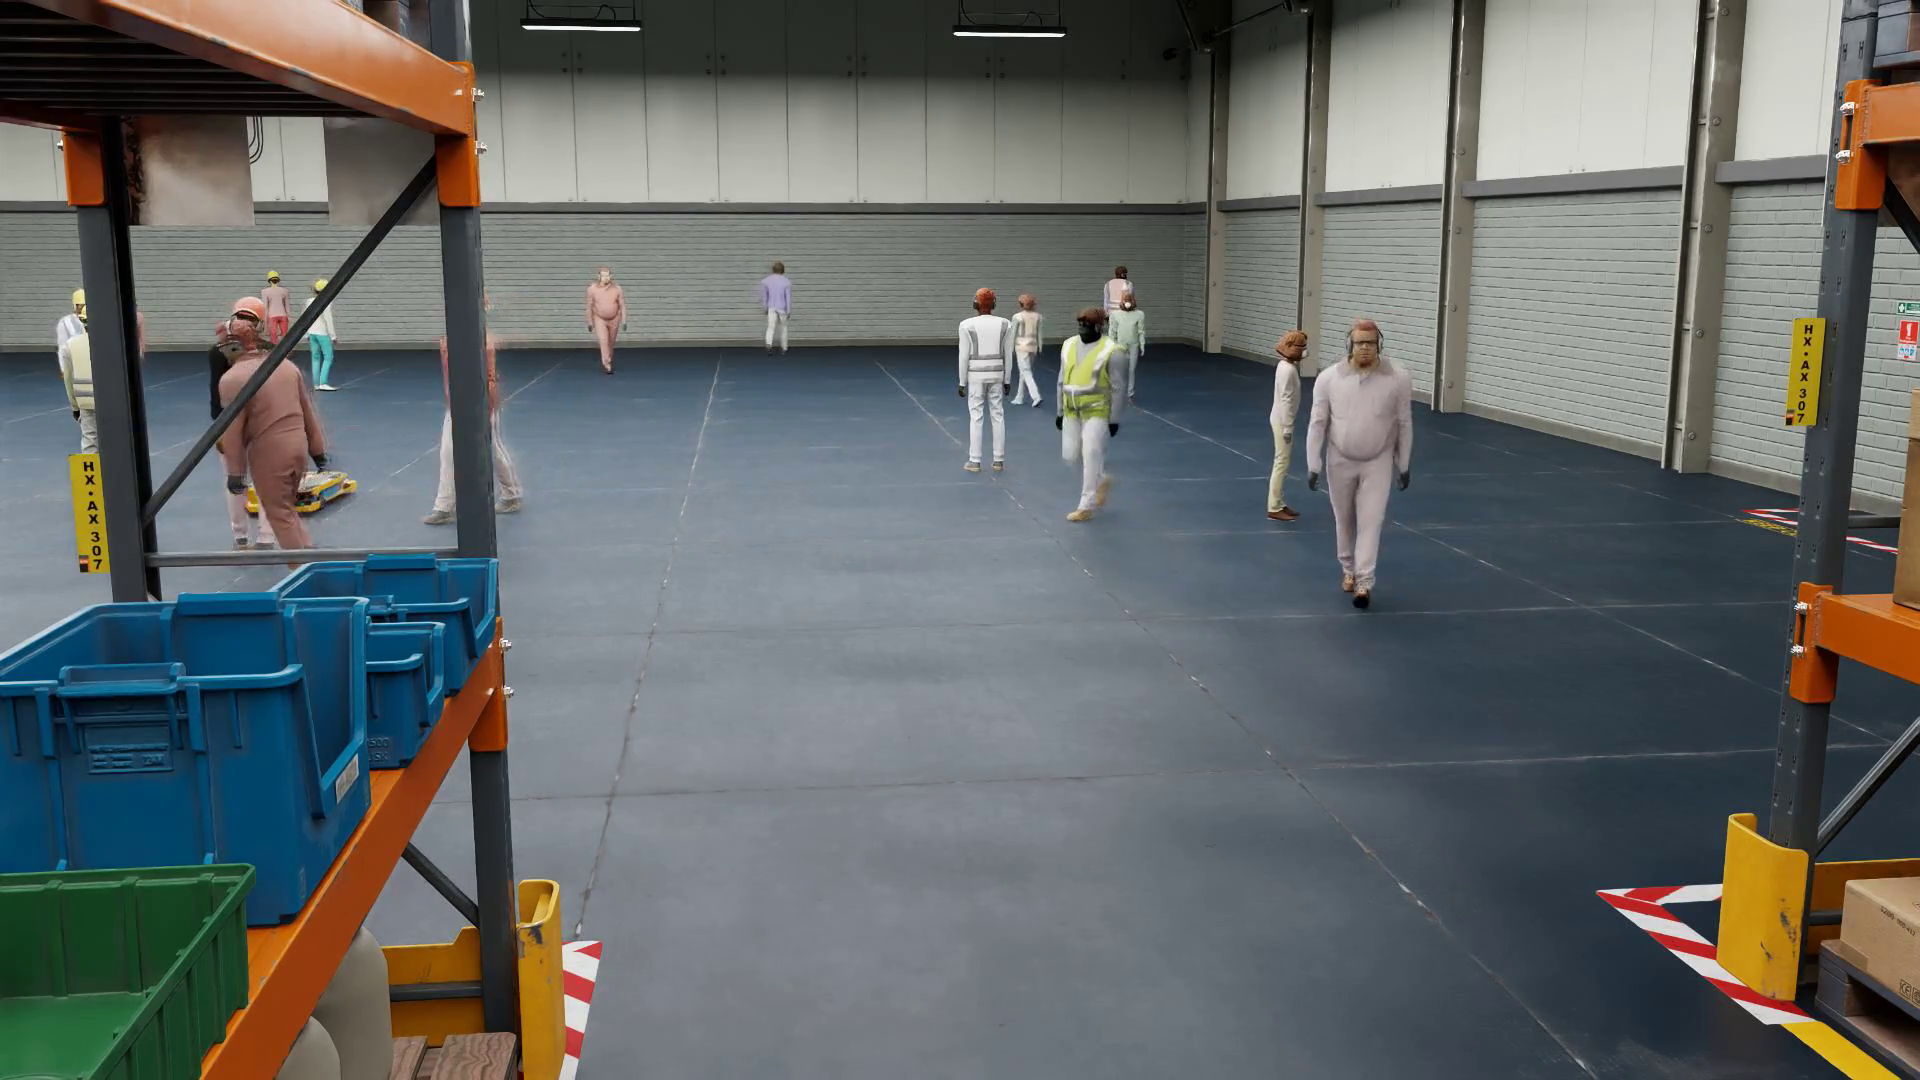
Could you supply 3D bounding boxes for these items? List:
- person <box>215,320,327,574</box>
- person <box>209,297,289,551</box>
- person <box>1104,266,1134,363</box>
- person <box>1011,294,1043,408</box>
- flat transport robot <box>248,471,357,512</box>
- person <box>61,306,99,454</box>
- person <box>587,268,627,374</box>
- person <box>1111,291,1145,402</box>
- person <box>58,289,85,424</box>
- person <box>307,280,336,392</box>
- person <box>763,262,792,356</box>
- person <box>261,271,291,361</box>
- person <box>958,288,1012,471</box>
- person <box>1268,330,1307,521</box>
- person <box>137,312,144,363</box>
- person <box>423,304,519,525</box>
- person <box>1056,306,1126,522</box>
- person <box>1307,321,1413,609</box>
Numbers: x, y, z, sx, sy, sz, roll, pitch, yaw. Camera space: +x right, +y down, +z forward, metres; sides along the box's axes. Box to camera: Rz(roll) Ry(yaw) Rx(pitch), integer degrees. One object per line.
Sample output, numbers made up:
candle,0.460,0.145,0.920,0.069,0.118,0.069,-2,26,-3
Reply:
person,-4.610,-0.539,11.142,0.581,1.856,0.675,3,11,18
person,-5.380,-0.862,12.663,0.645,1.941,0.816,-8,13,-38
person,3.071,-4.321,31.914,0.626,1.840,0.430,7,12,32
person,0.958,-2.687,23.590,0.522,1.604,0.816,-7,13,-35
flat transport robot,-5.974,-0.447,14.977,0.652,0.197,1.431,-1,10,-4
person,-7.750,-1.234,15.020,0.594,1.826,0.403,2,10,10
person,-6.257,-3.886,29.484,0.659,1.865,0.977,-5,11,-24
person,2.444,-2.801,24.190,0.509,1.620,0.364,1,10,7
person,-10.452,-2.102,19.909,0.611,1.789,0.943,-8,13,-36
person,-9.985,-3.177,25.961,0.610,1.730,0.293,7,12,34
person,-3.715,-4.693,33.782,0.625,1.911,0.943,1,10,7
person,-12.951,-4.210,31.507,0.525,1.769,0.310,-10,14,-44
person,0.257,-1.645,17.117,0.575,1.884,0.355,-3,11,-17
person,2.784,-0.973,14.160,0.289,1.623,0.506,2,11,13
person,-11.042,-2.477,22.044,0.492,1.754,0.531,9,13,40
person,-4.165,-1.135,14.170,0.633,1.947,1.016,5,12,26
person,1.126,-1.084,14.202,0.639,1.829,0.629,9,14,41
person,2.622,-0.507,10.956,0.666,1.854,1.021,3,11,17
